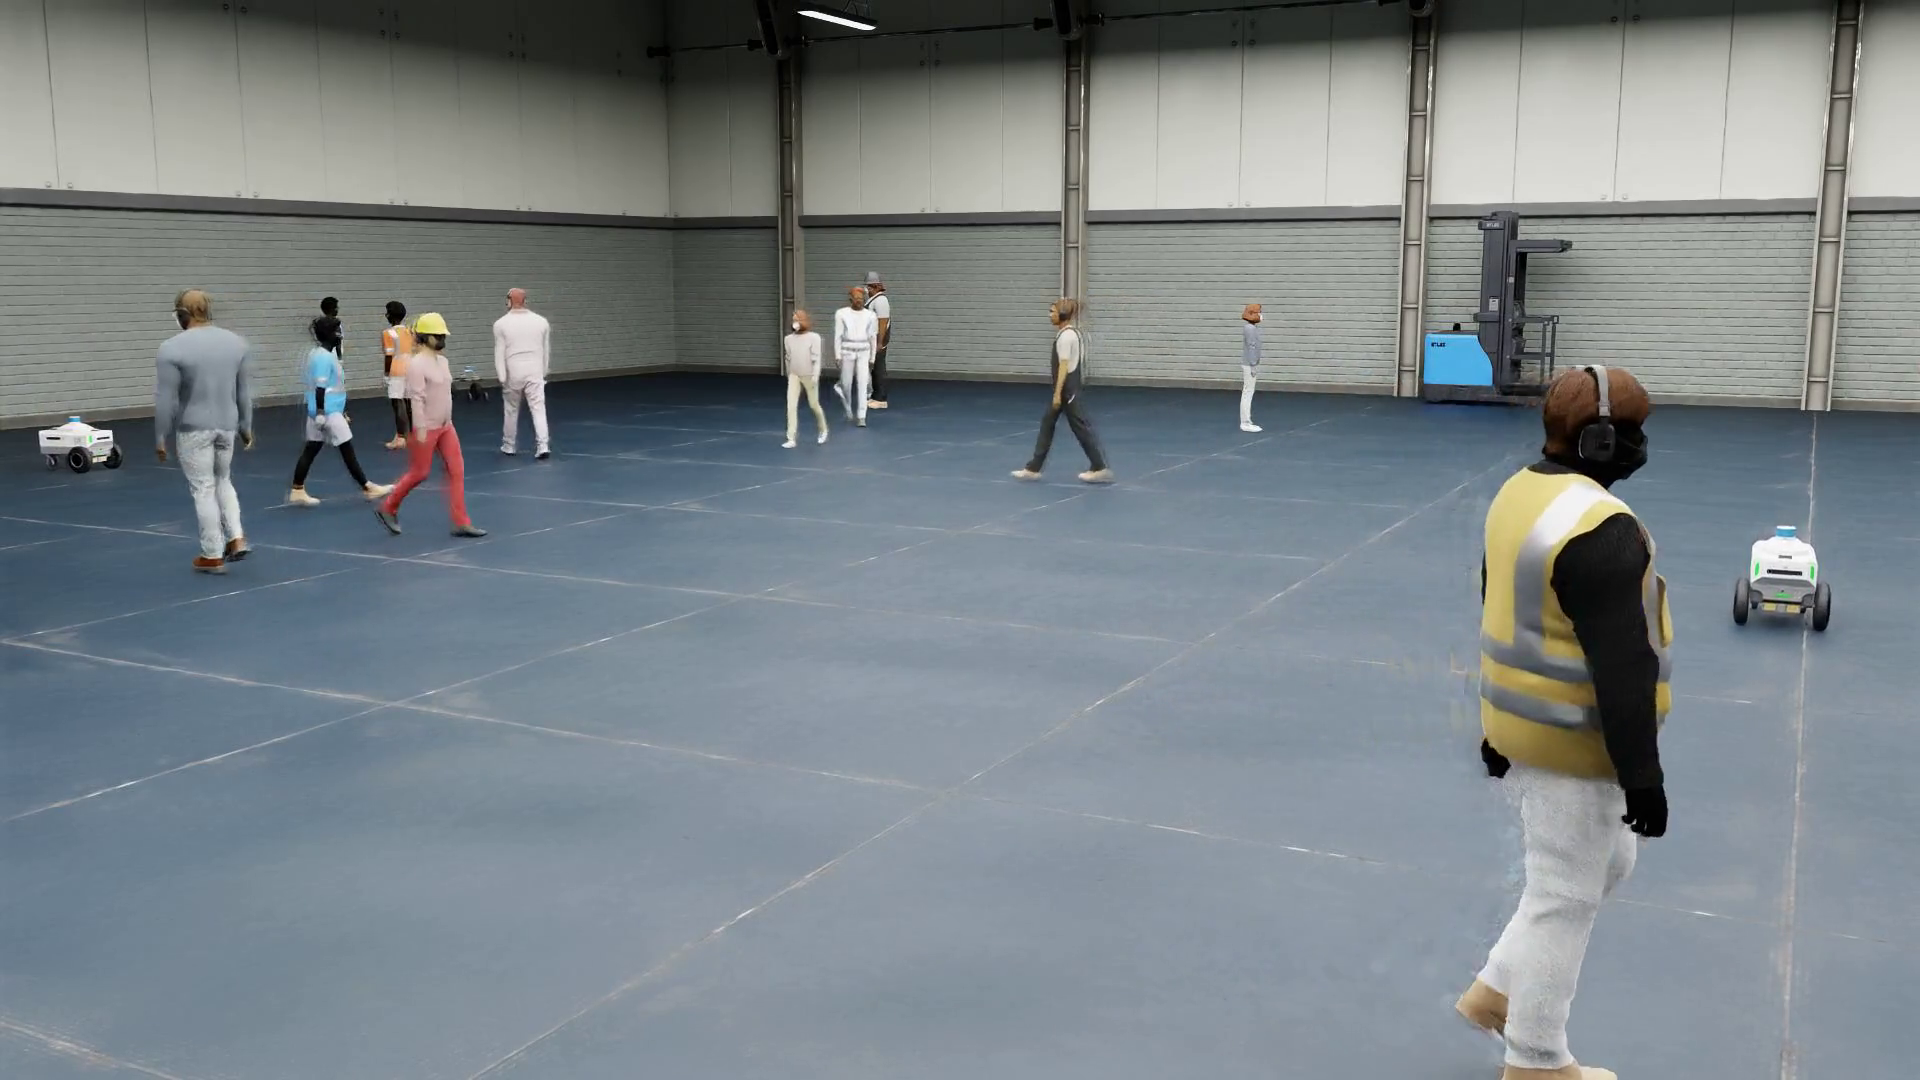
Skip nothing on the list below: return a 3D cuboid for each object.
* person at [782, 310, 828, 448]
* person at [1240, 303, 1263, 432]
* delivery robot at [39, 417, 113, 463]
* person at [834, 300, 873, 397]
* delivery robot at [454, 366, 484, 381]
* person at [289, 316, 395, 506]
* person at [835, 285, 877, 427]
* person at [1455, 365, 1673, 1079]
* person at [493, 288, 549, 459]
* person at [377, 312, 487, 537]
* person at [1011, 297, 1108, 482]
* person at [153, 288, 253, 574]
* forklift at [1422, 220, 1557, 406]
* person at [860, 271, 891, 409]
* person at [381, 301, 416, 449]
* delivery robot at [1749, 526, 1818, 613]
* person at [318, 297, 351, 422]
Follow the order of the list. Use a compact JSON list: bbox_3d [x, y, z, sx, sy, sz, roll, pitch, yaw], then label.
[{"bbox_3d":[-1.815,-1.905,19.521,0.501,1.599,0.800,3,10,20],"label":"person"},{"bbox_3d":[3.748,-2.219,21.358,0.282,1.633,0.500,1,9,6],"label":"person"},{"bbox_3d":[-9.152,-1.035,17.210,0.707,0.478,0.477,3,10,16],"label":"delivery robot"},{"bbox_3d":[-1.650,-3.100,26.886,0.793,1.606,0.506,3,10,17],"label":"person"},{"bbox_3d":[-7.762,-2.631,26.240,0.335,0.223,0.698,-8,12,-40],"label":"delivery robot"},{"bbox_3d":[-5.439,-1.116,14.459,0.913,1.643,0.544,-3,10,-20],"label":"person"},{"bbox_3d":[-1.390,-2.458,22.151,0.577,1.861,0.838,-1,9,-7],"label":"person"},{"bbox_3d":[1.496,0.494,4.039,0.451,1.829,0.629,1,9,5],"label":"person"},{"bbox_3d":[-4.804,-1.829,18.266,0.636,1.863,0.992,-5,11,-29],"label":"person"},{"bbox_3d":[-4.121,-0.887,12.833,0.821,1.736,0.534,2,9,14],"label":"person"},{"bbox_3d":[1.013,-1.457,16.169,0.951,1.799,0.524,0,9,1],"label":"person"},{"bbox_3d":[-5.133,-0.734,11.274,0.422,1.928,0.661,6,11,32],"label":"person"},{"bbox_3d":[8.245,-3.527,25.720,1.873,2.768,1.129,5,10,27],"label":"forklift"},{"bbox_3d":[-1.316,-2.982,24.942,0.536,2.000,0.688,-2,9,-13],"label":"person"},{"bbox_3d":[-6.485,-1.906,19.231,0.318,1.697,0.535,3,10,16],"label":"person"},{"bbox_3d":[4.864,0.160,9.825,0.477,0.478,0.707,4,10,25],"label":"delivery robot"},{"bbox_3d":[-8.508,-2.439,22.505,0.542,1.693,0.319,8,12,42],"label":"person"}]
